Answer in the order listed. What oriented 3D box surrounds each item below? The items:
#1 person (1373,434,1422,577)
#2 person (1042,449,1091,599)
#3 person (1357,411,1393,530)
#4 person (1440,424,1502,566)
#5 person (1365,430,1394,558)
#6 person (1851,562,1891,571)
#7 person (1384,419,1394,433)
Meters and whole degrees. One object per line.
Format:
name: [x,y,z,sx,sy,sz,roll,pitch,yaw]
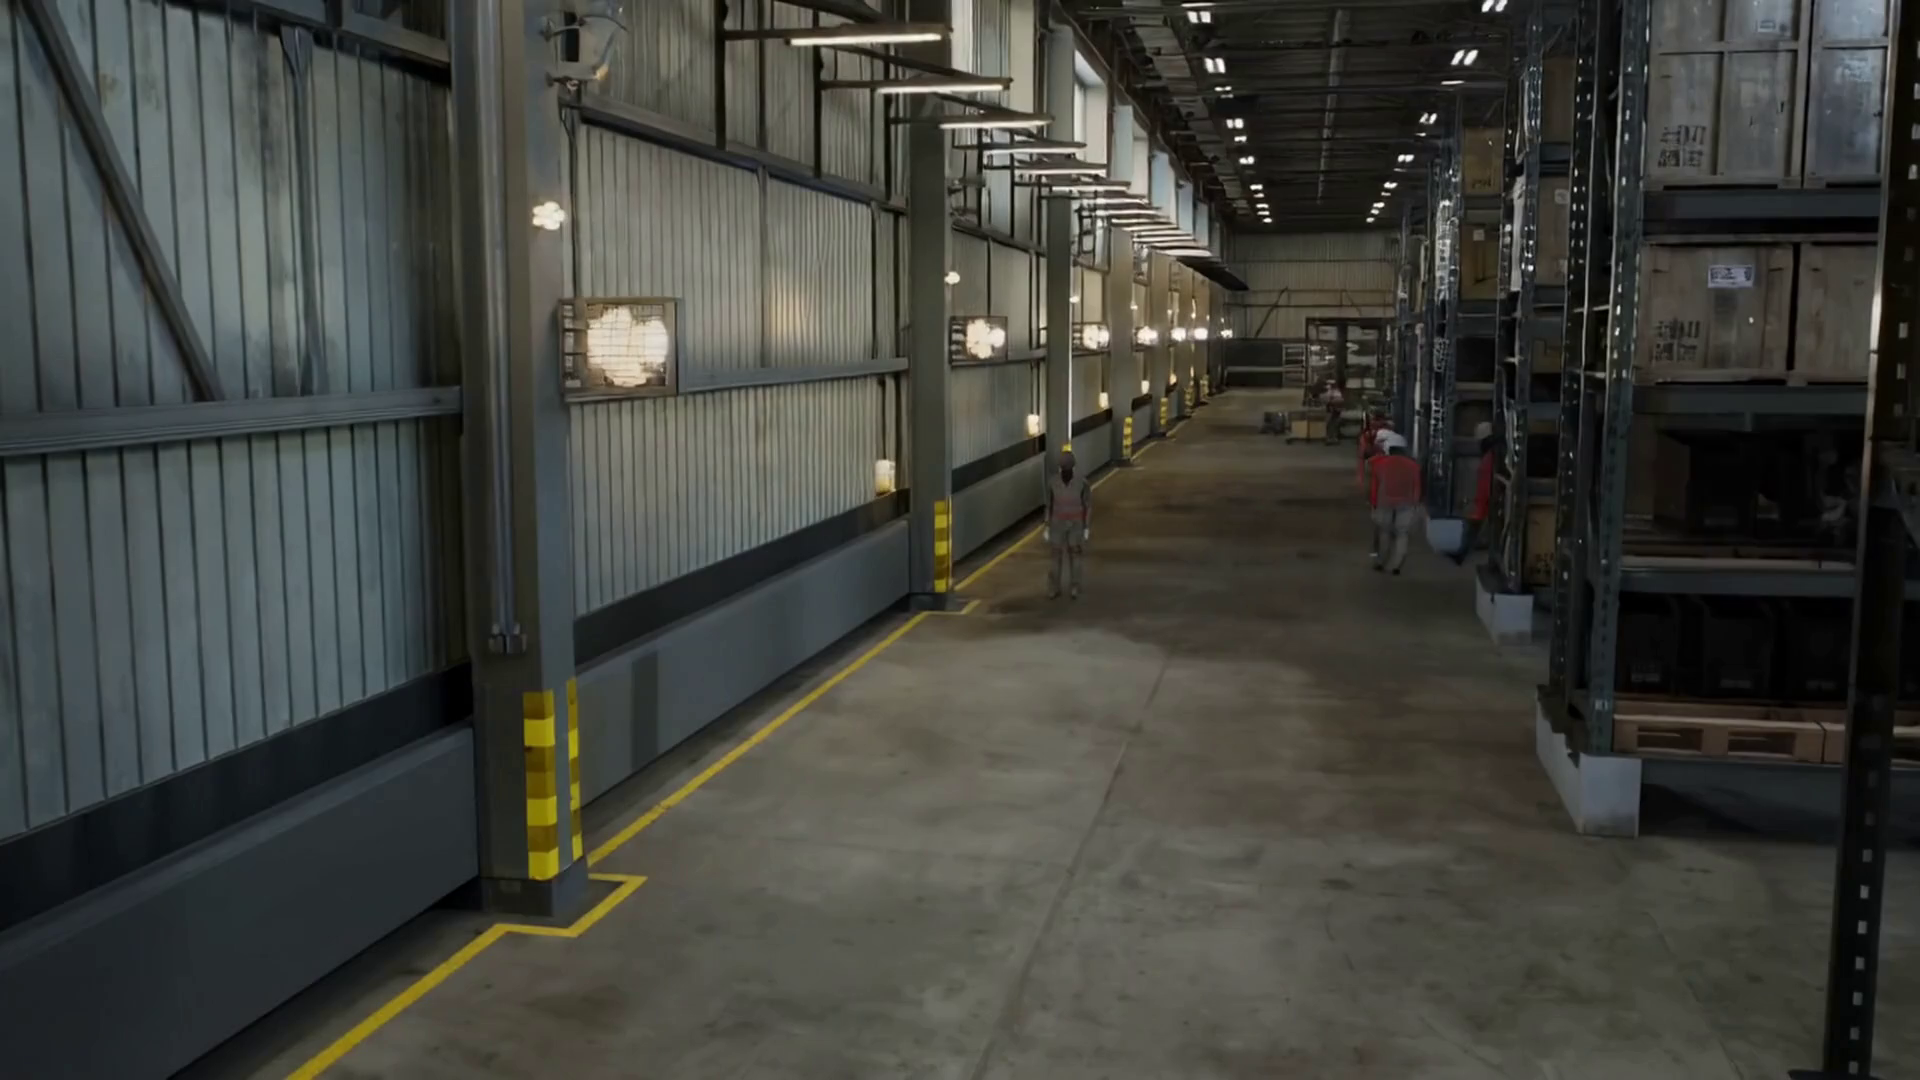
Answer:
person: [5.583,-0.450,21.273,0.615,1.806,0.725,1,7,11]
person: [1.238,-0.183,19.340,0.566,1.751,0.338,1,7,7]
person: [6.470,-1.058,25.770,0.623,1.902,1.019,2,7,14]
person: [6.848,-0.579,21.904,0.962,1.894,0.572,3,8,24]
person: [5.788,-0.627,22.880,0.557,1.759,0.364,-5,9,-36]
person: [7.244,0.527,13.082,0.545,1.893,0.667,0,7,2]
person: [7.009,-1.192,27.526,0.492,1.719,0.662,2,7,14]
